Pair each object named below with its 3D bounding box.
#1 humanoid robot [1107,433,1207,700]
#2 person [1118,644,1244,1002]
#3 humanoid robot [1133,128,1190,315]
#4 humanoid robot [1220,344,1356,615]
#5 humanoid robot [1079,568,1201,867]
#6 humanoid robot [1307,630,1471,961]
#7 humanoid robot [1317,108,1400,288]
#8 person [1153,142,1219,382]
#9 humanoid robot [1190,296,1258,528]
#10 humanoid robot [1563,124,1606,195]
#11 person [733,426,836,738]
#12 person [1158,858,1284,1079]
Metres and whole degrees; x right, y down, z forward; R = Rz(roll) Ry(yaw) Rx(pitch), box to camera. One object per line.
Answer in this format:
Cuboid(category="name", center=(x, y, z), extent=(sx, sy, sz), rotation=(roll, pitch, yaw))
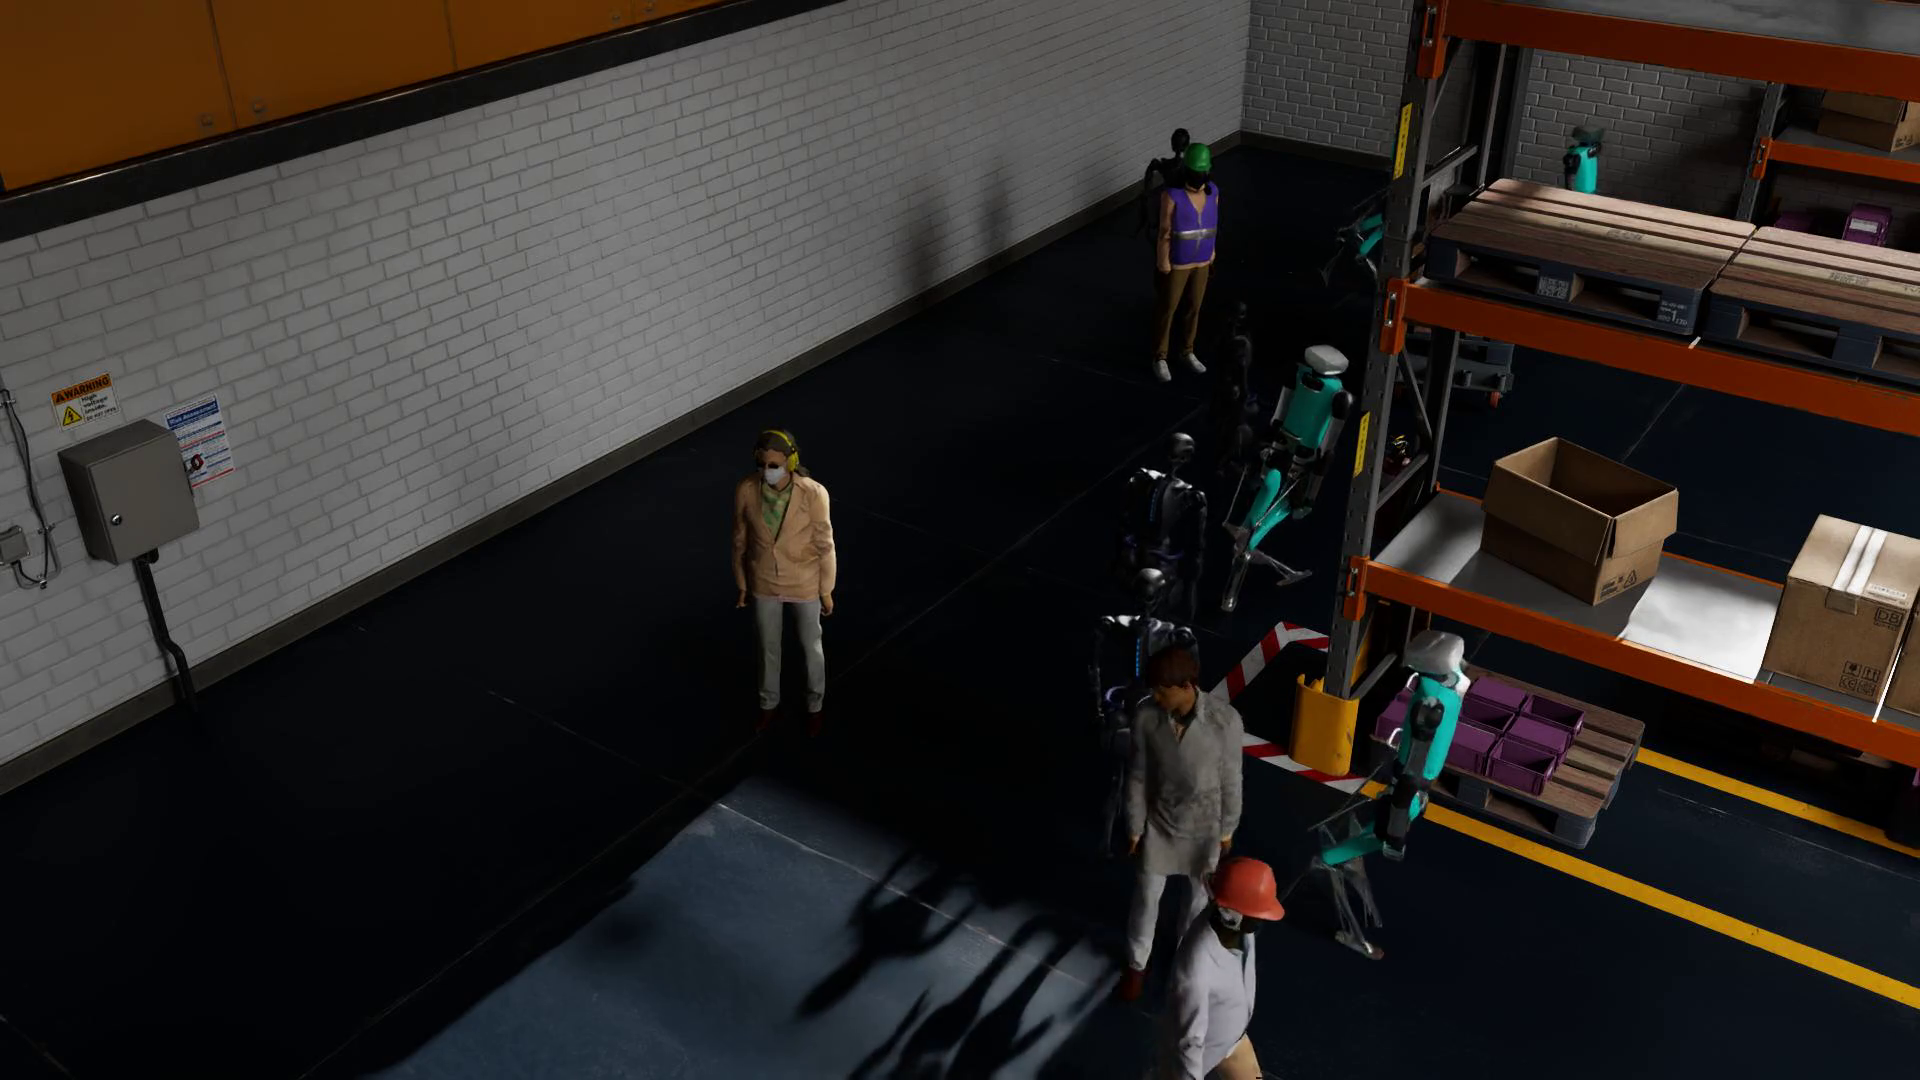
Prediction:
Cuboid(category="humanoid robot", center=(1.080, 0.164, 9.405), extent=(0.608, 1.606, 0.827), rotation=(22, 36, 33))
Cuboid(category="person", center=(0.975, 1.248, 7.344), extent=(0.530, 1.810, 0.452), rotation=(7, 31, 12))
Cuboid(category="humanoid robot", center=(1.815, -2.724, 14.365), extent=(0.610, 1.645, 0.520), rotation=(1, 30, 2))
Cuboid(category="humanoid robot", center=(1.844, -0.300, 10.096), extent=(0.946, 1.719, 0.574), rotation=(-18, 35, -29))
Cuboid(category="humanoid robot", center=(0.863, 0.922, 8.032), extent=(0.615, 1.634, 0.499), rotation=(8, 31, 14))
Cuboid(category="humanoid robot", center=(1.865, 1.181, 7.556), extent=(0.658, 1.837, 0.540), rotation=(15, 33, 25))
Cuboid(category="humanoid robot", center=(3.579, -2.991, 14.769), extent=(0.955, 1.770, 0.536), rotation=(11, 32, 18))
Cuboid(category="person", center=(1.797, -2.226, 13.239), extent=(0.538, 1.928, 0.419), rotation=(-14, 33, -23))
Cuboid(category="humanoid robot", center=(1.878, -0.844, 11.117), extent=(0.614, 1.639, 0.614), rotation=(-5, 30, -8))
Cuboid(category="humanoid robot", center=(5.378, -2.533, 14.032), extent=(0.744, 1.848, 0.531), rotation=(24, 37, 35))
Cuboid(category="person", center=(-0.945, 0.226, 9.042), extent=(0.559, 1.875, 0.390), rotation=(5, 30, 8))
Cuboid(category="person", center=(1.028, 1.918, 6.253), extent=(0.765, 1.712, 0.596), rotation=(18, 35, 29))
